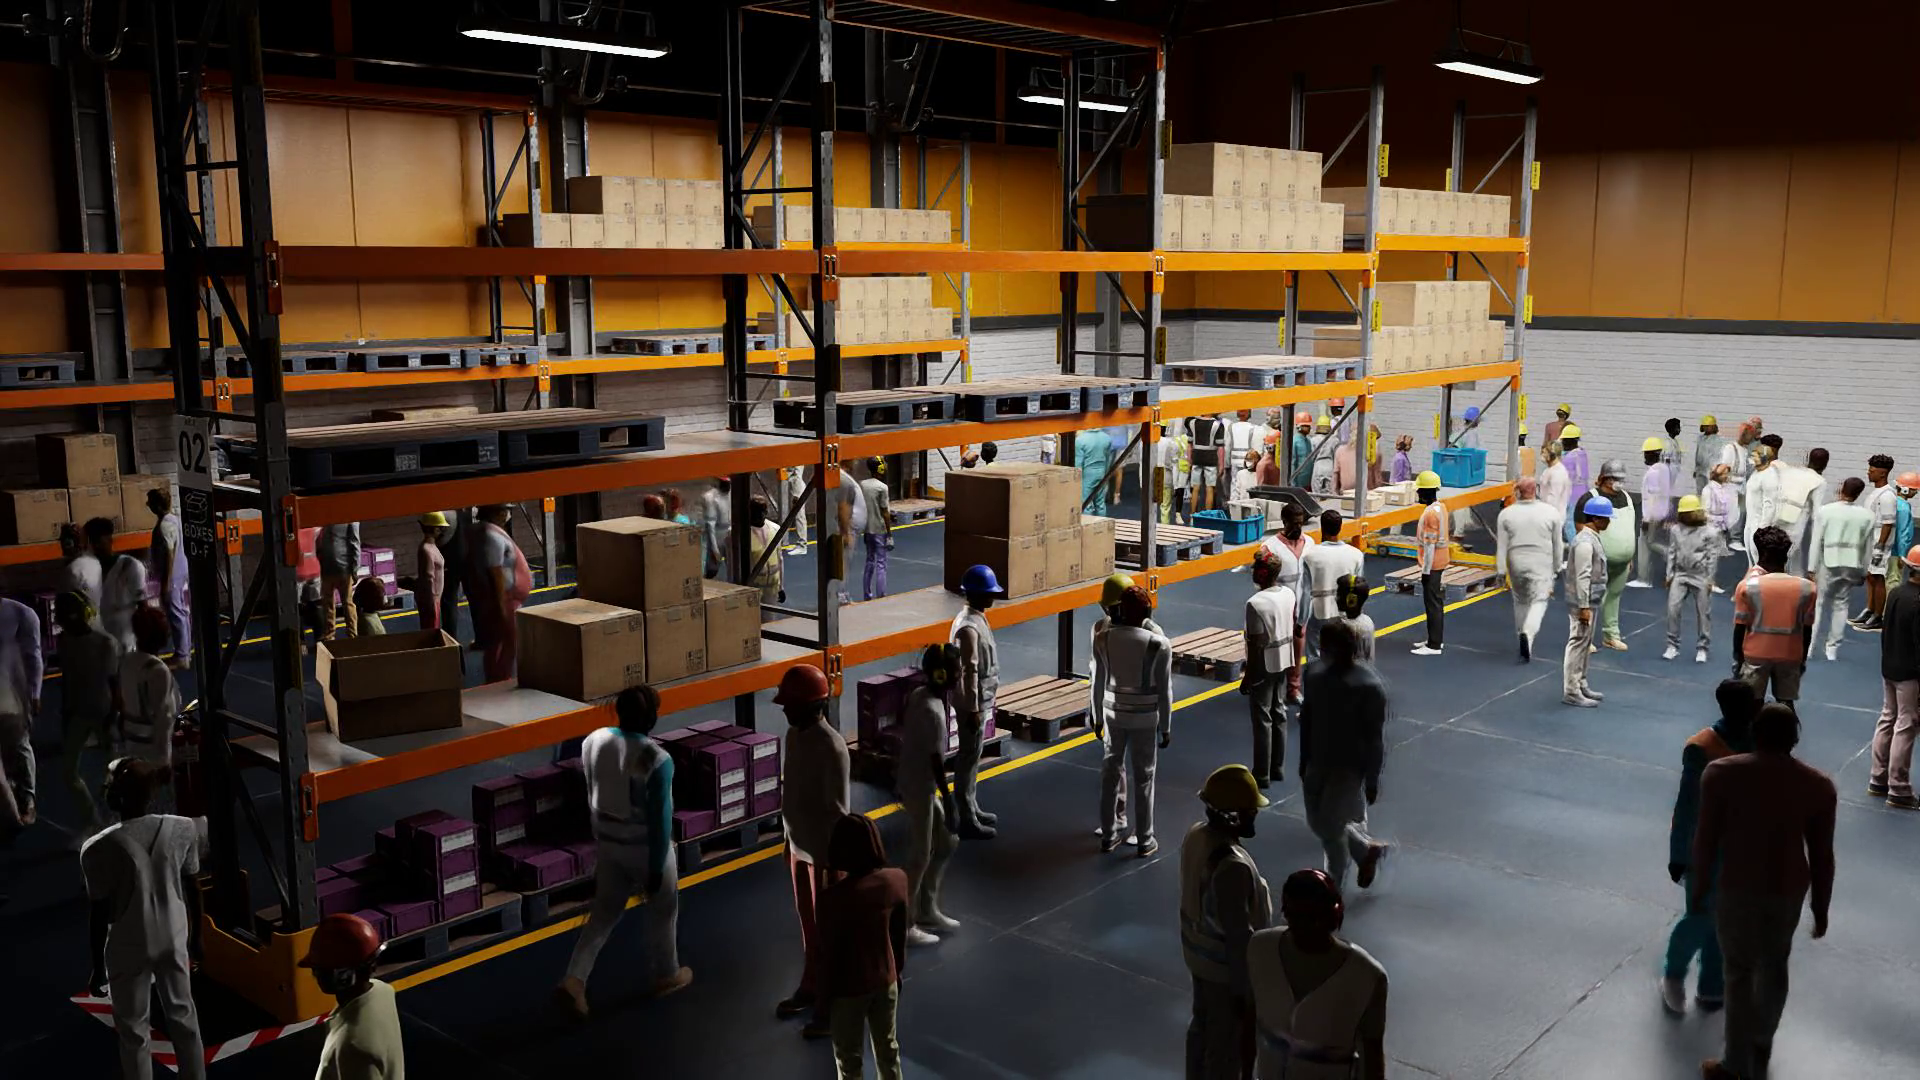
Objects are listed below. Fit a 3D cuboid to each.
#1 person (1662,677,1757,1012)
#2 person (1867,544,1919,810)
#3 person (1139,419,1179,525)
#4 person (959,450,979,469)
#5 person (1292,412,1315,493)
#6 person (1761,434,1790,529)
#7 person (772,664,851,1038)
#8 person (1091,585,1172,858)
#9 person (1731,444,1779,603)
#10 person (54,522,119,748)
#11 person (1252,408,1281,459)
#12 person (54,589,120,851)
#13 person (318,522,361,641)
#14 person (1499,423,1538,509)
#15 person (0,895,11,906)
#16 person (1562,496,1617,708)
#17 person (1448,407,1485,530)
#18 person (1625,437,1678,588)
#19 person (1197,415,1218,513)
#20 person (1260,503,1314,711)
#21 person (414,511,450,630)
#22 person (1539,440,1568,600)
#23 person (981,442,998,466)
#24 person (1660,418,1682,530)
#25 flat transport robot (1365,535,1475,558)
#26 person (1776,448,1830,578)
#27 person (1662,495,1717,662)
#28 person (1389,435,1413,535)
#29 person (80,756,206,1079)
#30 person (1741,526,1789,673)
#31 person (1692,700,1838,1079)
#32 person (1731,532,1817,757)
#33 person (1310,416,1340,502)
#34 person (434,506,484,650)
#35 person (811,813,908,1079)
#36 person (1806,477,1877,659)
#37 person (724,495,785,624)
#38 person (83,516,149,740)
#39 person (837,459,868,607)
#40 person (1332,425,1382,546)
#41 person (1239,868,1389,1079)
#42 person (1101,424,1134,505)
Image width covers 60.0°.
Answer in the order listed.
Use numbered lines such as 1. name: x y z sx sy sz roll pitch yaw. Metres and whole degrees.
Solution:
1. person: 4.116 1.630 9.008 0.780 1.898 0.423 -6 11 -32
2. person: 7.108 1.004 12.436 0.392 1.990 0.614 1 10 6
3. person: 2.821 -0.817 23.531 0.588 1.919 0.395 5 11 26
4. person: 0.093 -0.346 21.549 0.310 1.640 0.514 3 10 18
5. person: 4.740 -0.795 23.167 0.380 1.995 0.611 6 11 33
6. person: 10.012 -0.336 20.557 0.608 1.959 0.373 -9 13 -44
7. person: -0.784 1.619 8.797 0.408 1.984 0.615 -6 11 -30
8. person: 1.170 1.238 11.381 0.577 1.880 0.352 4 10 24
9. person: 9.385 -0.162 19.557 0.372 1.940 0.630 2 10 10
10. person: -7.353 0.793 13.954 0.402 1.906 0.652 0 10 -3
11. person: 4.666 -1.037 24.928 0.653 1.895 0.400 -7 12 -36
12. person: -5.983 1.241 11.458 0.548 1.845 0.515 1 10 8
13. person: -6.553 0.295 17.402 0.562 1.743 0.337 2 10 10
14. person: 7.480 -0.614 22.338 0.594 1.913 0.399 -7 12 -35
15. person: -6.539 1.458 10.349 0.934 1.798 0.578 0 10 0
16. person: 5.760 0.558 15.265 0.418 1.939 0.606 5 11 27
17. person: 7.518 -1.053 24.950 0.764 1.920 0.629 -1 10 -4
18. person: 8.694 -0.325 20.665 0.639 1.903 0.606 7 12 34
19. person: 3.923 -1.310 26.443 0.388 1.930 0.544 -1 10 -8
20. person: 2.965 0.599 15.115 0.598 1.908 0.401 -6 11 -31
21. person: -4.968 0.574 15.715 0.350 1.758 0.522 -2 10 -14
22. person: 7.065 -0.234 20.037 0.453 1.931 0.650 2 10 12
23. person: 0.396 -0.467 22.097 0.320 1.698 0.531 3 10 15
24. person: 10.824 -1.014 25.367 0.318 1.697 0.535 5 11 28
25. flat transport robot: 6.271 0.114 22.880 0.652 0.197 1.431 -9 13 -43
26. person: 10.090 -0.187 19.979 0.928 1.844 0.625 -2 10 -11
27. person: 7.428 0.392 16.905 0.478 1.712 0.488 -8 13 -41
28. person: 6.242 -0.681 23.574 0.319 1.631 0.524 3 10 15
29. person: -3.726 1.885 7.618 0.330 1.844 0.515 9 13 42
30. person: 6.454 0.853 13.415 0.367 1.966 0.607 5 11 27
31. person: 3.993 1.766 8.267 0.640 1.890 0.741 2 10 13
32. person: 6.403 0.911 13.140 0.600 1.949 0.414 2 10 13
33. person: 5.520 -1.021 25.292 0.484 1.737 0.321 -1 10 -3
34. person: -5.233 0.172 17.260 0.681 2.000 0.535 -8 13 -41
35. person: -0.446 2.013 7.471 0.499 1.636 0.286 -8 12 -40
36. person: 9.011 0.289 17.057 0.664 1.871 0.426 1 10 9
37. person: -1.949 0.480 16.016 0.622 1.844 0.429 -7 12 -38
38. person: -7.166 0.757 14.054 0.600 1.945 0.426 1 10 7
39. person: -1.303 -0.155 19.211 0.536 2.000 0.688 -1 10 -4
40. person: 5.410 -0.652 22.670 0.651 1.882 0.867 6 11 31
41. person: 1.320 2.108 6.293 0.569 1.841 0.373 7 12 35
42. person: 2.608 -1.591 27.797 0.606 2.032 0.440 3 10 18
